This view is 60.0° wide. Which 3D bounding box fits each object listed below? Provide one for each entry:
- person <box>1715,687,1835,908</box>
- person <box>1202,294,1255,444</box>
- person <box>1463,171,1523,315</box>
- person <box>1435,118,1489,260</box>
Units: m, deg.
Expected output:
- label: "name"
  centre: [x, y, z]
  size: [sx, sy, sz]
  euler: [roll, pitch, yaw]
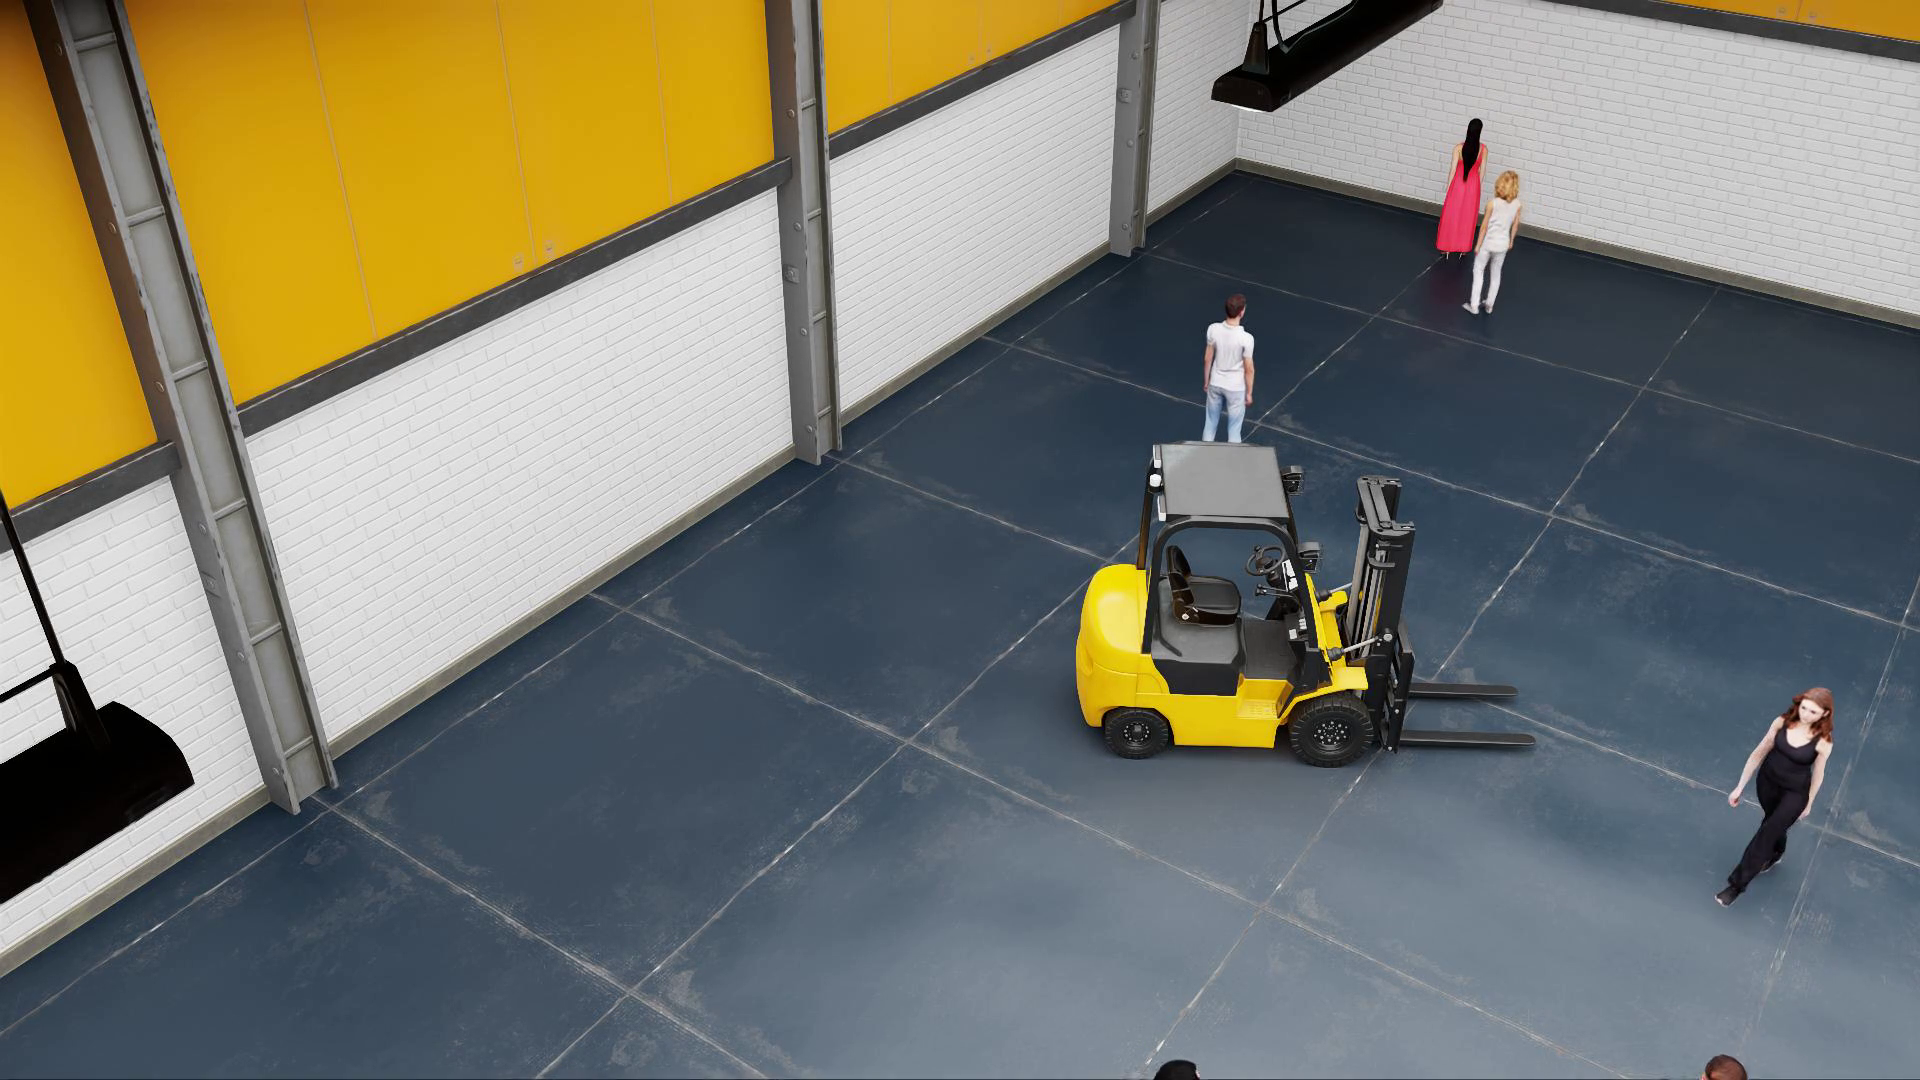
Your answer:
- label: "person"
  centre: [5.538, 1.625, 11.080]
  size: [1.179, 1.695, 0.835]
  euler: [-21, 39, -28]
- label: "person"
  centre: [2.496, -1.426, 15.530]
  size: [0.641, 1.851, 0.519]
  euler: [21, 39, 29]
- label: "person"
  centre: [5.965, -3.293, 18.500]
  size: [0.713, 1.671, 0.774]
  euler: [-6, 34, -9]
- label: "person"
  centre: [5.998, -4.176, 19.778]
  size: [0.711, 1.727, 0.732]
  euler: [2, 34, 3]
